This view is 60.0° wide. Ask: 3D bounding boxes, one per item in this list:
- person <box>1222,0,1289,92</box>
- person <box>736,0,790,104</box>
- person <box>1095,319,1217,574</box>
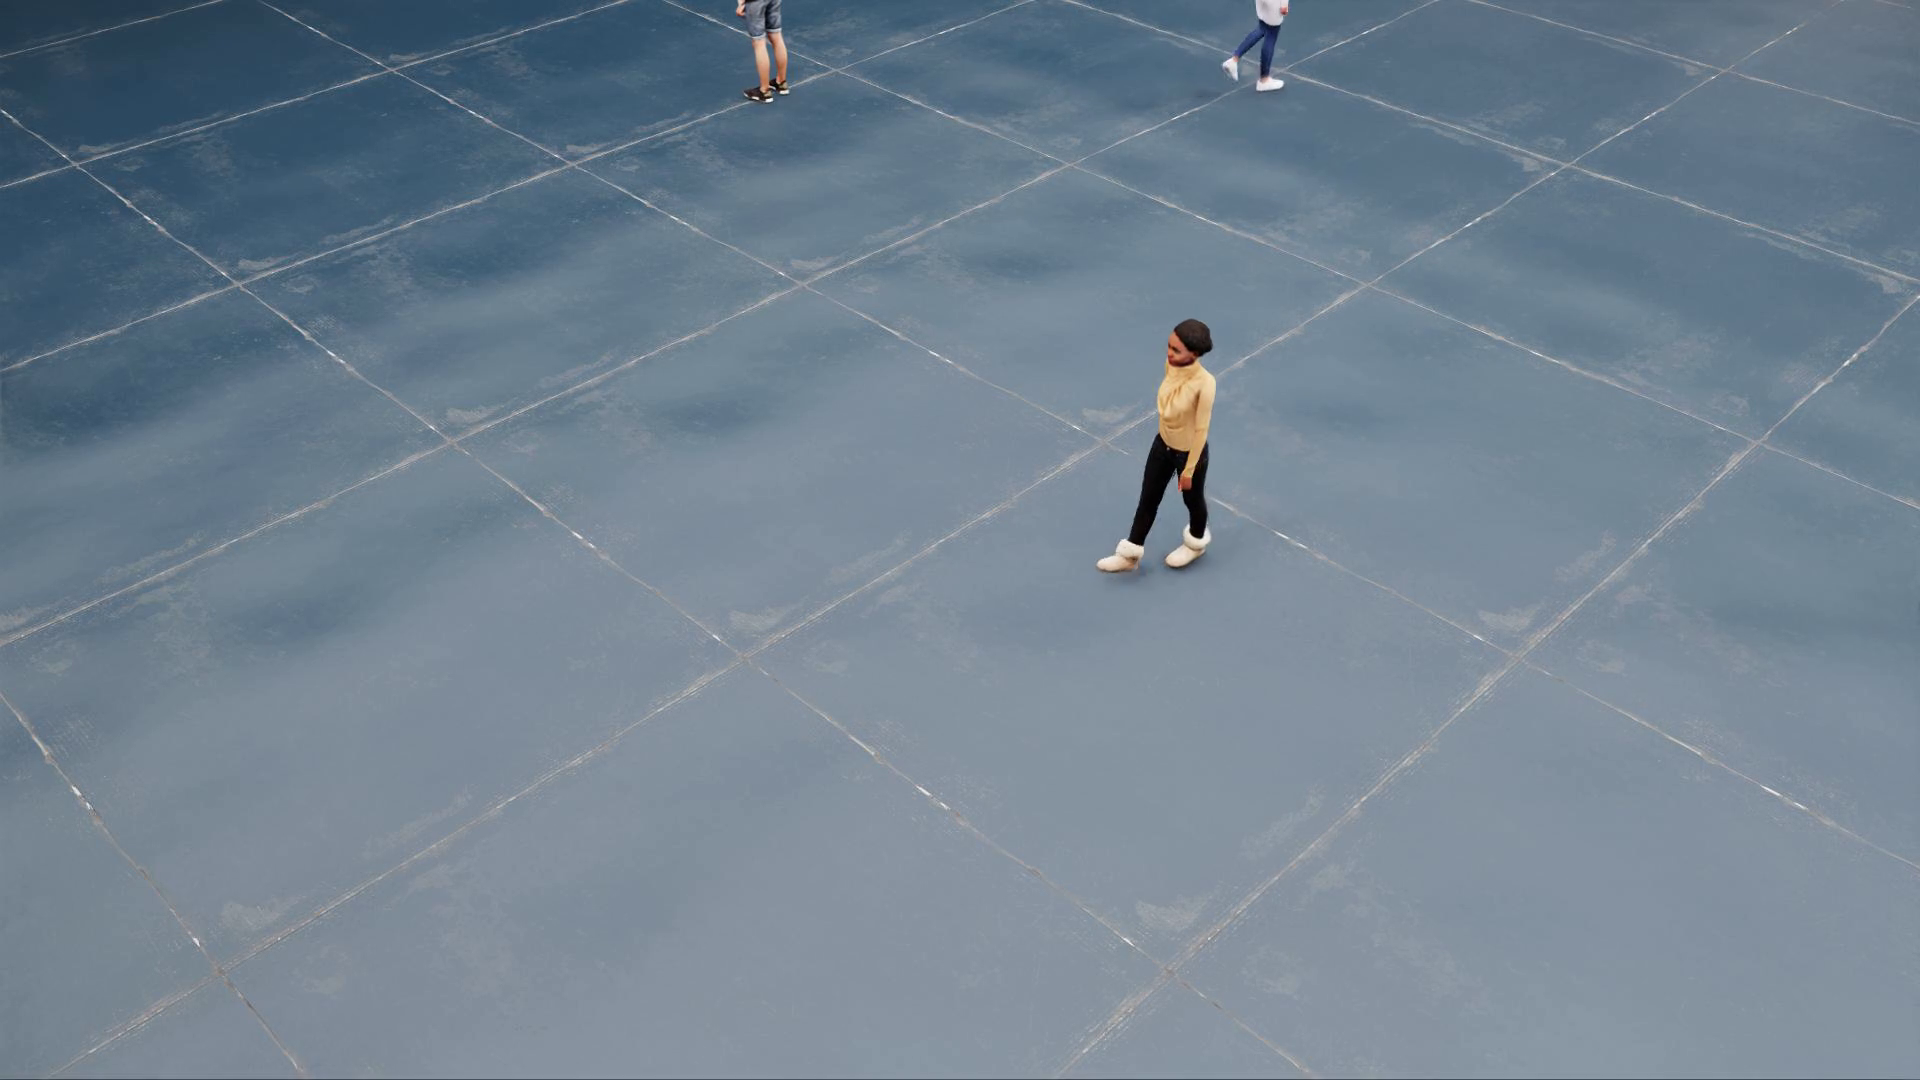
[{"bbox_3d":[2.708,-4.875,14.917,0.950,1.768,0.820,-12,39,-15],"label":"person"},{"bbox_3d":[-1.762,-4.841,14.808,0.727,1.846,0.507,29,46,32],"label":"person"},{"bbox_3d":[1.305,-0.525,9.302,1.019,1.640,0.760,-21,42,-25],"label":"person"}]
